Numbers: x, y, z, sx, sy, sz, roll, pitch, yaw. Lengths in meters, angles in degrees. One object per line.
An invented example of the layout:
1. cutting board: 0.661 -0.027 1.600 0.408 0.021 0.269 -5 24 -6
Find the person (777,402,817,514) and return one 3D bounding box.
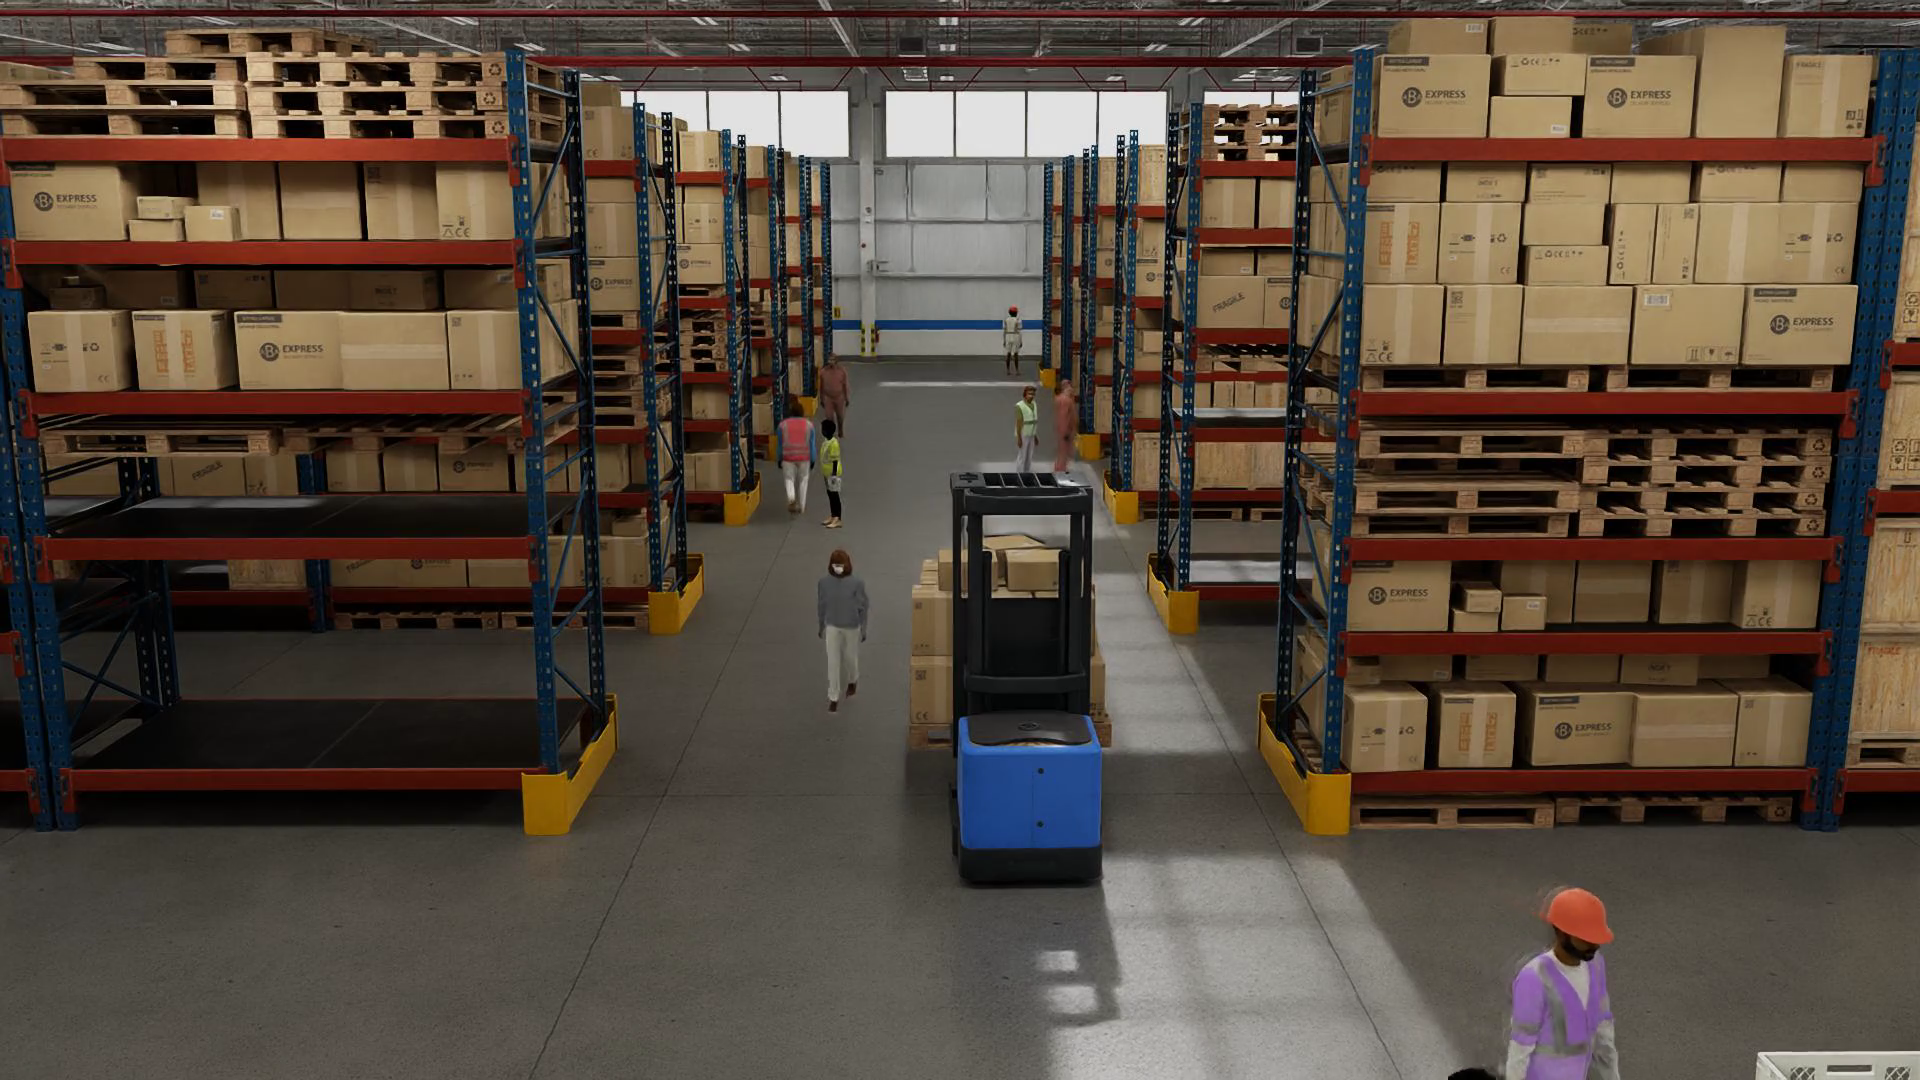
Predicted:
1. person: -2.629 -1.320 26.860 0.648 1.829 0.433 -2 12 -7

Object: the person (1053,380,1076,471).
1. person: 1.881 -1.912 29.703 0.395 1.875 0.730 -1 11 -3

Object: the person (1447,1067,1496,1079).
1. person: 1.936 2.861 6.533 0.808 1.659 0.551 -1 11 -3

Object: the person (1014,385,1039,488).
1. person: 1.164 -1.799 29.212 0.389 1.837 0.563 8 14 34

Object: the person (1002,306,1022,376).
1. person: 1.548 -5.839 48.734 0.608 2.040 0.394 5 12 22

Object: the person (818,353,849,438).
1. person: -2.660 -3.005 35.044 0.655 1.893 0.573 0 11 0

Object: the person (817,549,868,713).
1. person: -1.169 0.859 16.648 0.511 1.593 0.839 1 11 4

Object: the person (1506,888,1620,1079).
1. person: 2.853 2.524 7.629 0.547 1.907 0.842 -9 15 -38

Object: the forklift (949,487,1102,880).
1. forklift: 0.495 0.986 12.813 1.129 2.768 1.873 0 11 -2

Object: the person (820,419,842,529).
1. person: -2.001 -1.029 25.767 0.317 1.691 0.535 -4 12 -20
